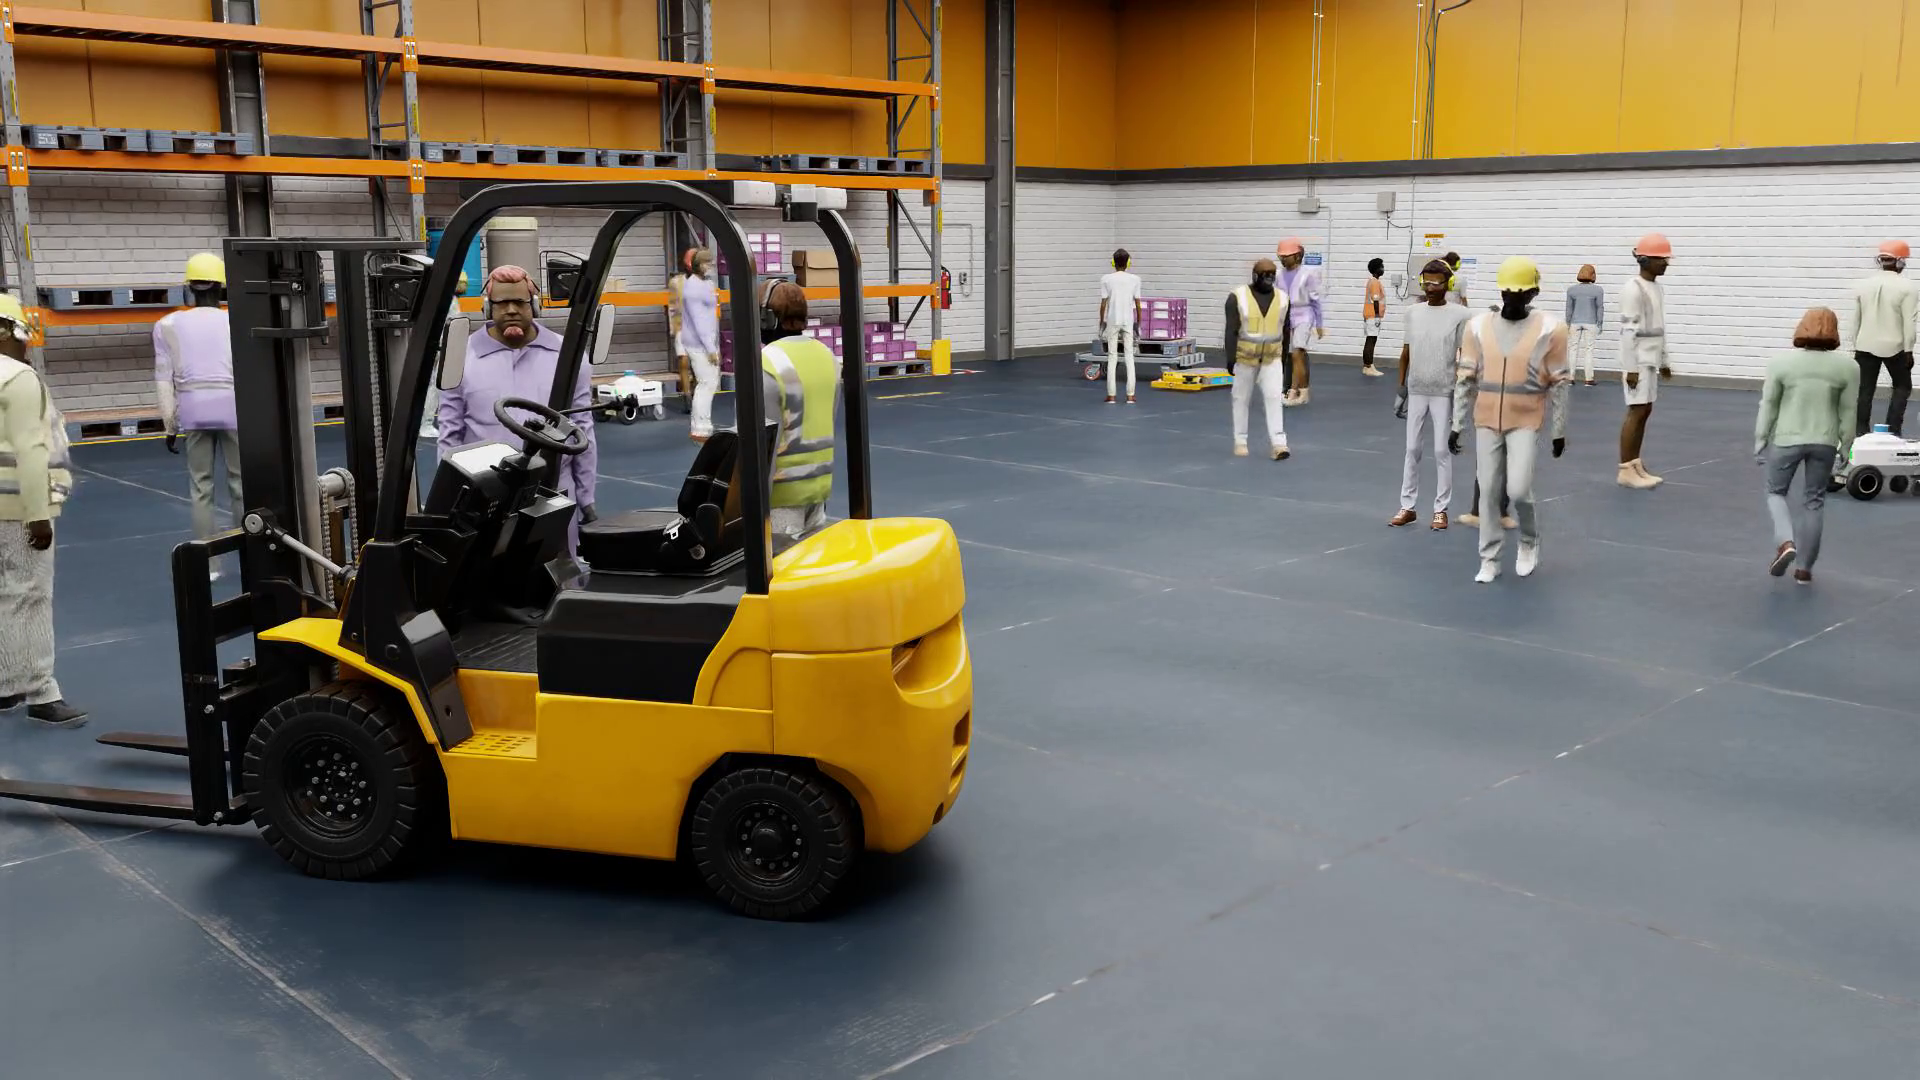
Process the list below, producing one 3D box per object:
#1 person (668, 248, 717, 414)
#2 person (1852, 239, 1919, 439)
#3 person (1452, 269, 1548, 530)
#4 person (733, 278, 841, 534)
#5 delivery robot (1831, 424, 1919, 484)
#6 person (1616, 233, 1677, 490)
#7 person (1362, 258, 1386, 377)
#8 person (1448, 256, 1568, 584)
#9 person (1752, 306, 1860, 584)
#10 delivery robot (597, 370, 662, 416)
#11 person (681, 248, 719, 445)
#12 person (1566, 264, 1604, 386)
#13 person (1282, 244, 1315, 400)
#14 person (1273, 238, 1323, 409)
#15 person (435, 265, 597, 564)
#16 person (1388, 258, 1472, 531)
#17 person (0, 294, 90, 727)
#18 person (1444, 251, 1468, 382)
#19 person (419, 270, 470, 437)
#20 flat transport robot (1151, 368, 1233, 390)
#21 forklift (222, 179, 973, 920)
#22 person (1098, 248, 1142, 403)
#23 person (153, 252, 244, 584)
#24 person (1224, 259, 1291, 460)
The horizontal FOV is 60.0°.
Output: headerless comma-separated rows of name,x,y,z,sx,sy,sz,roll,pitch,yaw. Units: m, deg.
person,-3.040,-2.365,18.911,0.555,1.863,0.915,-1,10,-5
person,8.642,-1.789,15.461,0.672,1.975,0.646,-6,12,-31
person,3.710,-0.972,11.464,0.656,1.826,0.397,5,12,27
person,-0.757,-0.182,7.084,0.429,1.841,0.635,5,11,24
delivery robot,7.138,-0.655,12.917,0.707,0.478,0.477,-1,10,-5
person,5.510,-1.431,13.357,0.407,2.041,0.611,9,14,41
person,5.971,-3.207,23.965,0.318,1.700,0.534,1,10,5
person,3.168,-0.680,9.618,0.605,1.907,0.441,7,13,34
person,4.880,-0.533,9.605,0.545,1.616,0.425,3,11,16
delivery robot,-3.576,-1.598,18.036,0.477,0.478,0.707,8,14,37
person,-2.503,-1.869,16.110,0.380,1.896,0.684,0,10,2
person,8.406,-2.888,22.403,0.500,1.633,0.284,8,13,36
person,4.054,-2.597,20.042,0.394,1.919,0.590,-5,11,-25
person,3.896,-2.539,19.557,0.899,1.983,0.633,-10,14,-42
person,-1.824,-0.177,6.901,0.640,1.902,0.402,-4,11,-21
person,3.243,-0.999,11.477,0.507,1.865,0.329,7,13,34
person,-3.898,-0.122,6.921,0.701,1.794,0.405,8,13,37
person,6.487,-2.928,22.138,0.531,1.824,0.969,10,14,43
person,-5.151,-1.888,16.774,0.743,1.680,0.503,-4,11,-23
flat transport robot,3.231,-2.150,22.096,0.652,0.197,1.431,10,14,43
forklift,-1.114,-0.058,5.440,2.313,2.155,1.214,2,11,13
person,1.934,-2.583,20.110,0.533,1.864,0.310,0,10,-1
person,-4.333,-0.705,9.699,0.593,1.925,0.381,-3,11,-13
person,2.702,-1.613,15.008,0.648,1.800,0.926,-1,10,-5
